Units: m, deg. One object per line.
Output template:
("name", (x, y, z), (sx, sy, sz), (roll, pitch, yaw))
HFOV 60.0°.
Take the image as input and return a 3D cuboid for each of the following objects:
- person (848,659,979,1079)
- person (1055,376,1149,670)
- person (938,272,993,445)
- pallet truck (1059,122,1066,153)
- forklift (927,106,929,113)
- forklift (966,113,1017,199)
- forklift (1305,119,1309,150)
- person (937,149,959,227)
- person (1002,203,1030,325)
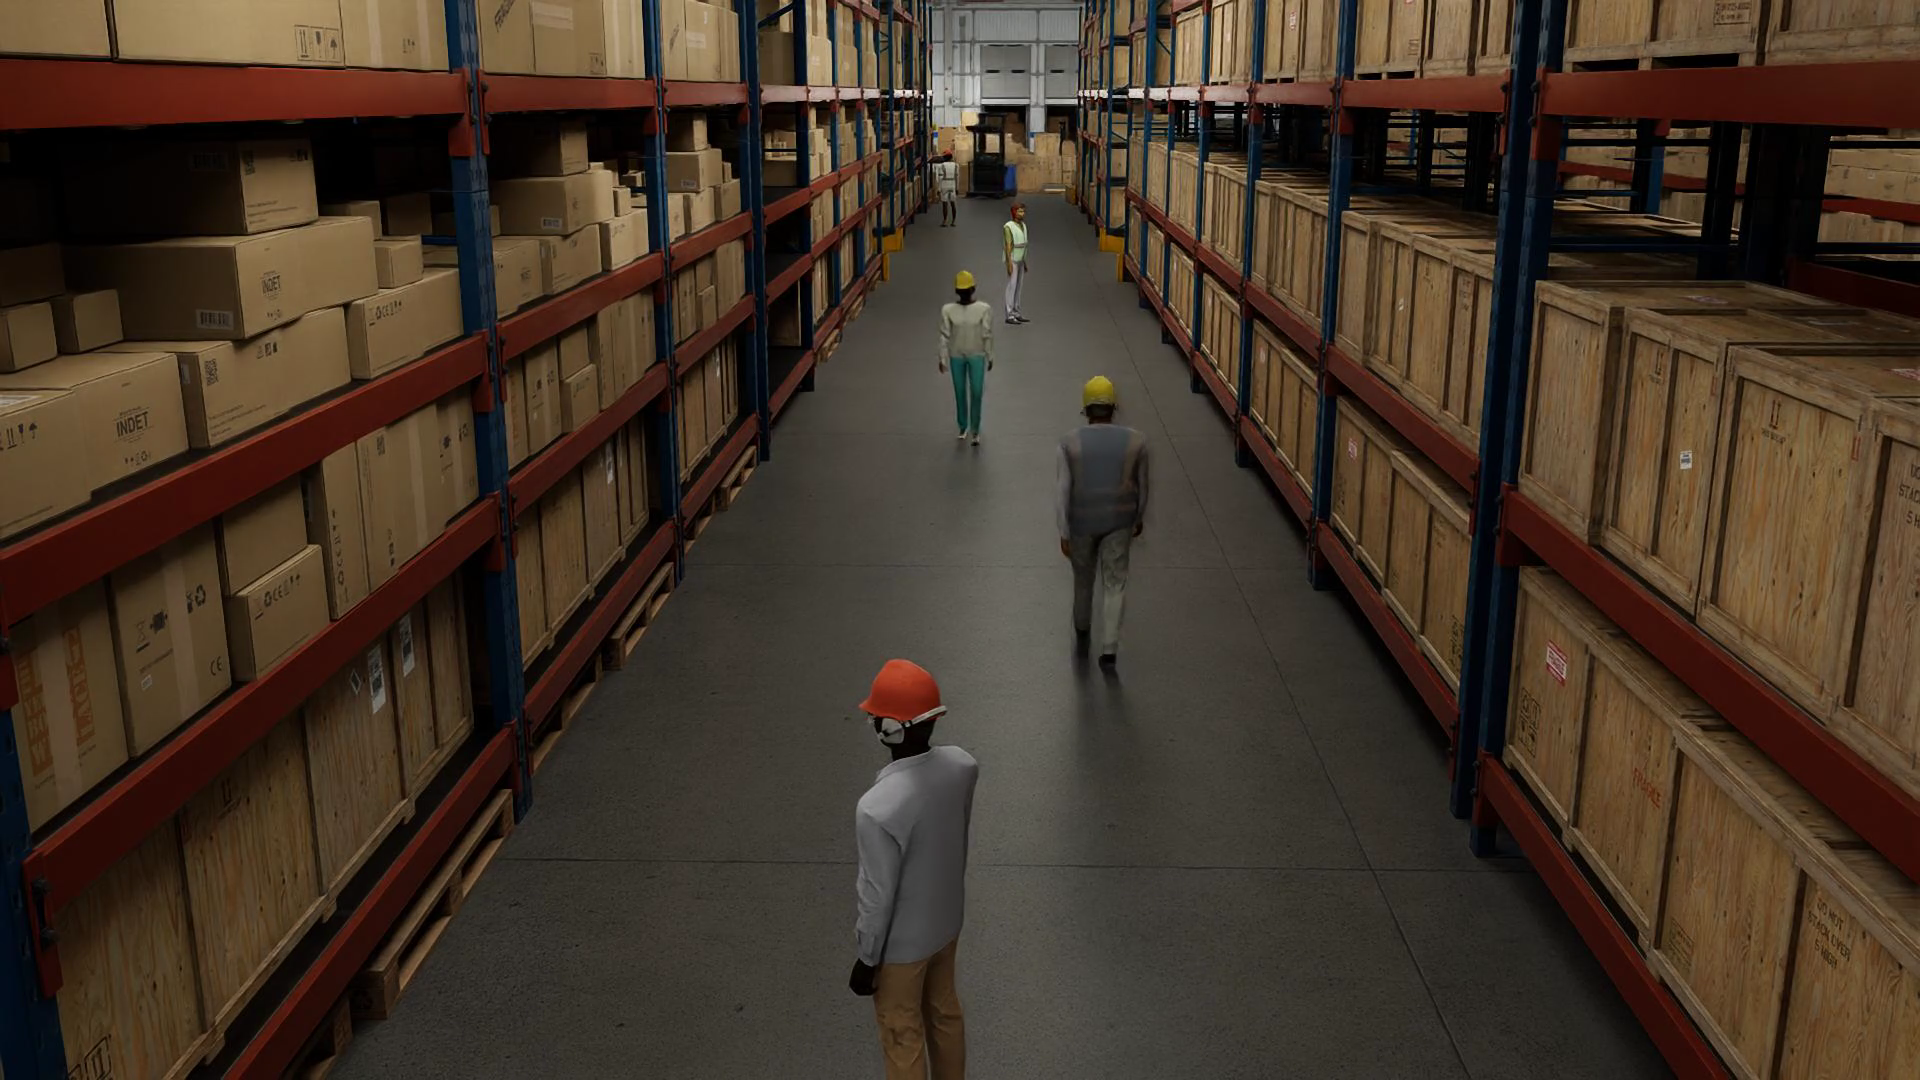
("person", (-0.168, 1.224, 5.374), (0.324, 1.752, 0.562), (9, 18, 31))
("person", (0.880, -0.122, 10.336), (0.586, 1.788, 0.948), (0, 15, 1))
("person", (0.051, -1.818, 16.737), (0.546, 1.726, 0.851), (2, 15, 6))
("pallet truck", (5.788, -21.111, 88.014), (1.885, 1.965, 0.823), (5, 16, 18))
("forklift", (-2.016, -20.522, 84.149), (1.129, 2.768, 1.873), (0, 15, 2))
("forklift", (1.108, -12.869, 55.673), (1.129, 2.768, 1.873), (7, 17, 24))
("forklift", (8.977, -9.599, 43.507), (1.873, 2.768, 1.129), (0, 15, 2))
("person", (-0.324, -9.332, 44.099), (0.616, 2.041, 0.377), (-7, 17, -24))
("person", (0.852, -4.255, 25.585), (0.390, 1.846, 0.565), (8, 17, 26))
